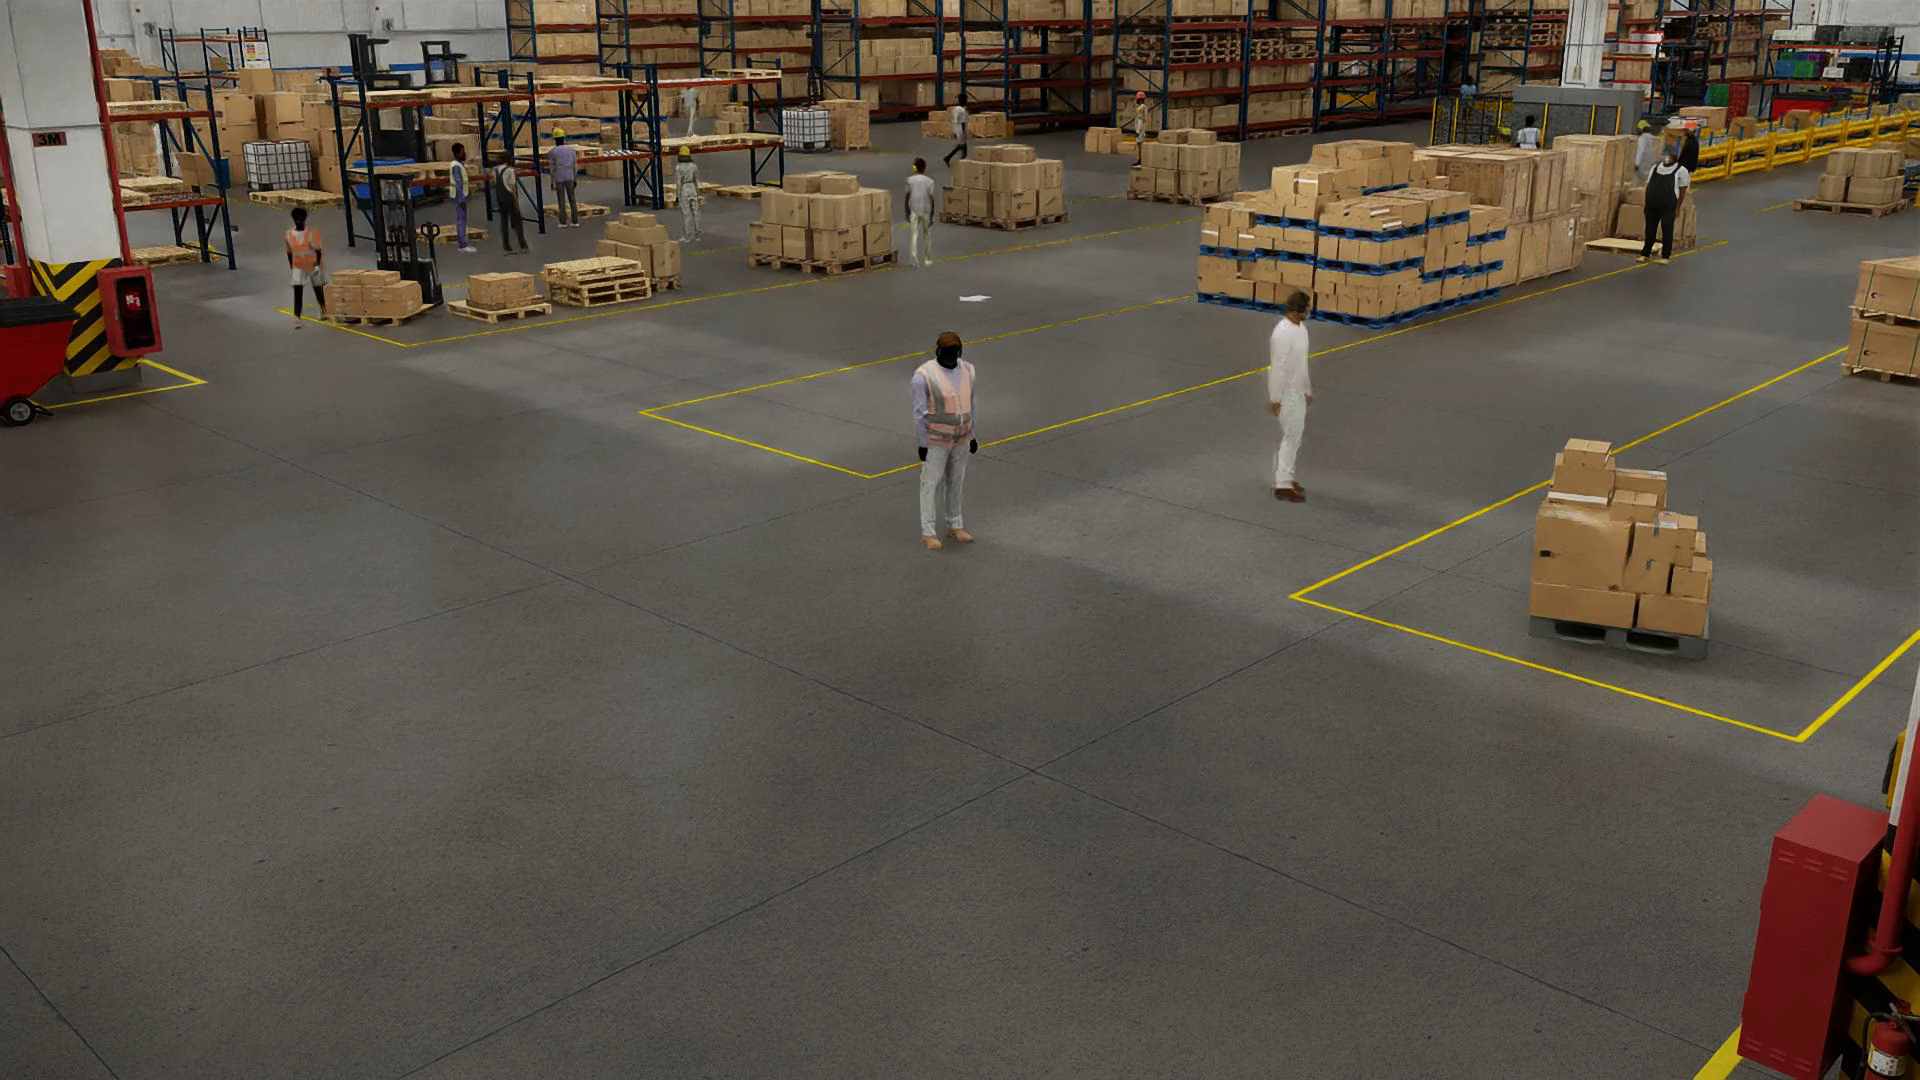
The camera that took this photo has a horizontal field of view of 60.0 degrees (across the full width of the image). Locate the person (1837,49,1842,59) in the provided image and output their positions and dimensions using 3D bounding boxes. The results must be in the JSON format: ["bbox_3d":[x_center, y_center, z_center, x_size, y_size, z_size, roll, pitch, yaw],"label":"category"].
[{"bbox_3d":[41.247,-22.277,78.310,0.405,1.987,0.608,12,22,32],"label":"person"}]

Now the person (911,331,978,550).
[{"bbox_3d":[-0.103,-0.844,13.956,0.624,1.841,0.430,-13,22,-34],"label":"person"}]

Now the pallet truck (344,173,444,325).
[{"bbox_3d":[-8.209,-4.181,23.757,0.823,1.965,1.885,3,19,9],"label":"pallet truck"}]

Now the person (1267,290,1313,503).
[{"bbox_3d":[3.061,-1.323,15.295,0.487,1.906,0.744,9,21,26],"label":"person"}]

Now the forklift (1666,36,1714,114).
[{"bbox_3d":[27.341,-17.291,61.877,1.129,2.768,1.873,17,25,41],"label":"forklift"}]

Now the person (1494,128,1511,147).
[{"bbox_3d":[11.468,-7.891,35.374,0.910,1.726,0.530,-5,19,-16],"label":"person"}]

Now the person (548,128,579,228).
[{"bbox_3d":[-7.806,-7.110,32.703,0.595,1.922,0.385,-14,23,-36],"label":"person"}]

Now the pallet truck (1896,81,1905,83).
[{"bbox_3d":[34.802,-16.331,61.455,0.653,1.274,1.630,17,25,41],"label":"pallet truck"}]

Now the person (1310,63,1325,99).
[{"bbox_3d":[15.044,-19.441,69.911,0.658,1.871,1.050,12,22,31],"label":"person"}]

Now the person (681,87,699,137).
[{"bbox_3d":[-8.512,-13.572,52.337,0.540,1.825,1.003,5,19,15],"label":"person"}]

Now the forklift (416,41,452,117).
[{"bbox_3d":[-17.743,-15.541,56.603,1.873,2.768,1.129,16,24,41],"label":"forklift"}]

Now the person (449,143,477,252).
[{"bbox_3d":[-8.908,-6.104,29.676,0.392,1.919,0.591,-6,19,-16],"label":"person"}]

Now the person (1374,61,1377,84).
[{"bbox_3d":[19.360,-21.571,76.795,0.876,1.595,0.552,-15,24,-39],"label":"person"}]

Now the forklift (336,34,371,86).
[{"bbox_3d":[-23.405,-18.316,64.967,1.129,2.768,1.873,17,25,41],"label":"forklift"}]

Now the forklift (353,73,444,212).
[{"bbox_3d":[-12.033,-8.468,35.294,1.129,2.768,1.873,3,19,9],"label":"forklift"}]

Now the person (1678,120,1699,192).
[{"bbox_3d":[14.765,-7.521,33.825,0.386,1.992,0.624,6,19,17],"label":"person"}]

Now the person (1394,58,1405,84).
[{"bbox_3d":[20.654,-22.190,78.339,0.751,1.796,0.632,-11,21,-30],"label":"person"}]

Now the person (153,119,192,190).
[{"bbox_3d":[-18.131,-8.885,38.168,0.931,1.836,0.604,5,19,15],"label":"person"}]

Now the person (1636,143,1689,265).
[{"bbox_3d":[11.947,-5.713,28.308,0.537,2.000,0.683,-17,25,-42],"label":"person"}]

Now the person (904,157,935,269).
[{"bbox_3d":[-0.673,-5.495,27.984,0.541,1.840,0.766,0,18,0],"label":"person"}]

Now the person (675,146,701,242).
[{"bbox_3d":[-5.072,-6.421,30.902,0.484,1.745,0.296,-15,24,-38],"label":"person"}]

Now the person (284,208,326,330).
[{"bbox_3d":[-9.127,-3.817,23.225,0.527,1.644,0.883,-3,19,-8],"label":"person"}]

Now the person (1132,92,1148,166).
[{"bbox_3d":[4.742,-10.838,43.908,0.359,1.936,0.552,7,20,20],"label":"person"}]

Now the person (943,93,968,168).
[{"bbox_3d":[-0.050,-10.675,43.423,0.836,1.942,0.607,-5,19,-16],"label":"person"}]

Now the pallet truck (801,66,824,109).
[{"bbox_3d":[-4.812,-15.182,56.903,0.823,1.965,1.885,-9,21,-26],"label":"pallet truck"}]

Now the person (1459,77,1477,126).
[{"bbox_3d":[17.431,-15.075,57.128,0.540,1.649,0.891,6,19,16],"label":"person"}]

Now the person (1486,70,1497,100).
[{"bbox_3d":[21.773,-18.675,68.071,0.877,1.585,0.497,-16,24,-40],"label":"person"}]

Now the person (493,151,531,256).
[{"bbox_3d":[-7.959,-5.960,29.428,0.551,1.807,0.713,8,20,23],"label":"person"}]

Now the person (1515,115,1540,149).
[{"bbox_3d":[13.349,-9.177,39.296,0.558,1.671,0.656,-2,18,-7],"label":"person"}]

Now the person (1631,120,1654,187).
[{"bbox_3d":[15.123,-8.361,36.731,0.975,1.770,0.650,12,22,32],"label":"person"}]

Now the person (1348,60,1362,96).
[{"bbox_3d":[17.327,-20.479,72.976,0.641,1.924,0.543,-14,23,-35],"label":"person"}]

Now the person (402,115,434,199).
[{"bbox_3d":[-11.890,-8.362,36.504,0.634,1.895,0.953,4,19,11],"label":"person"}]
